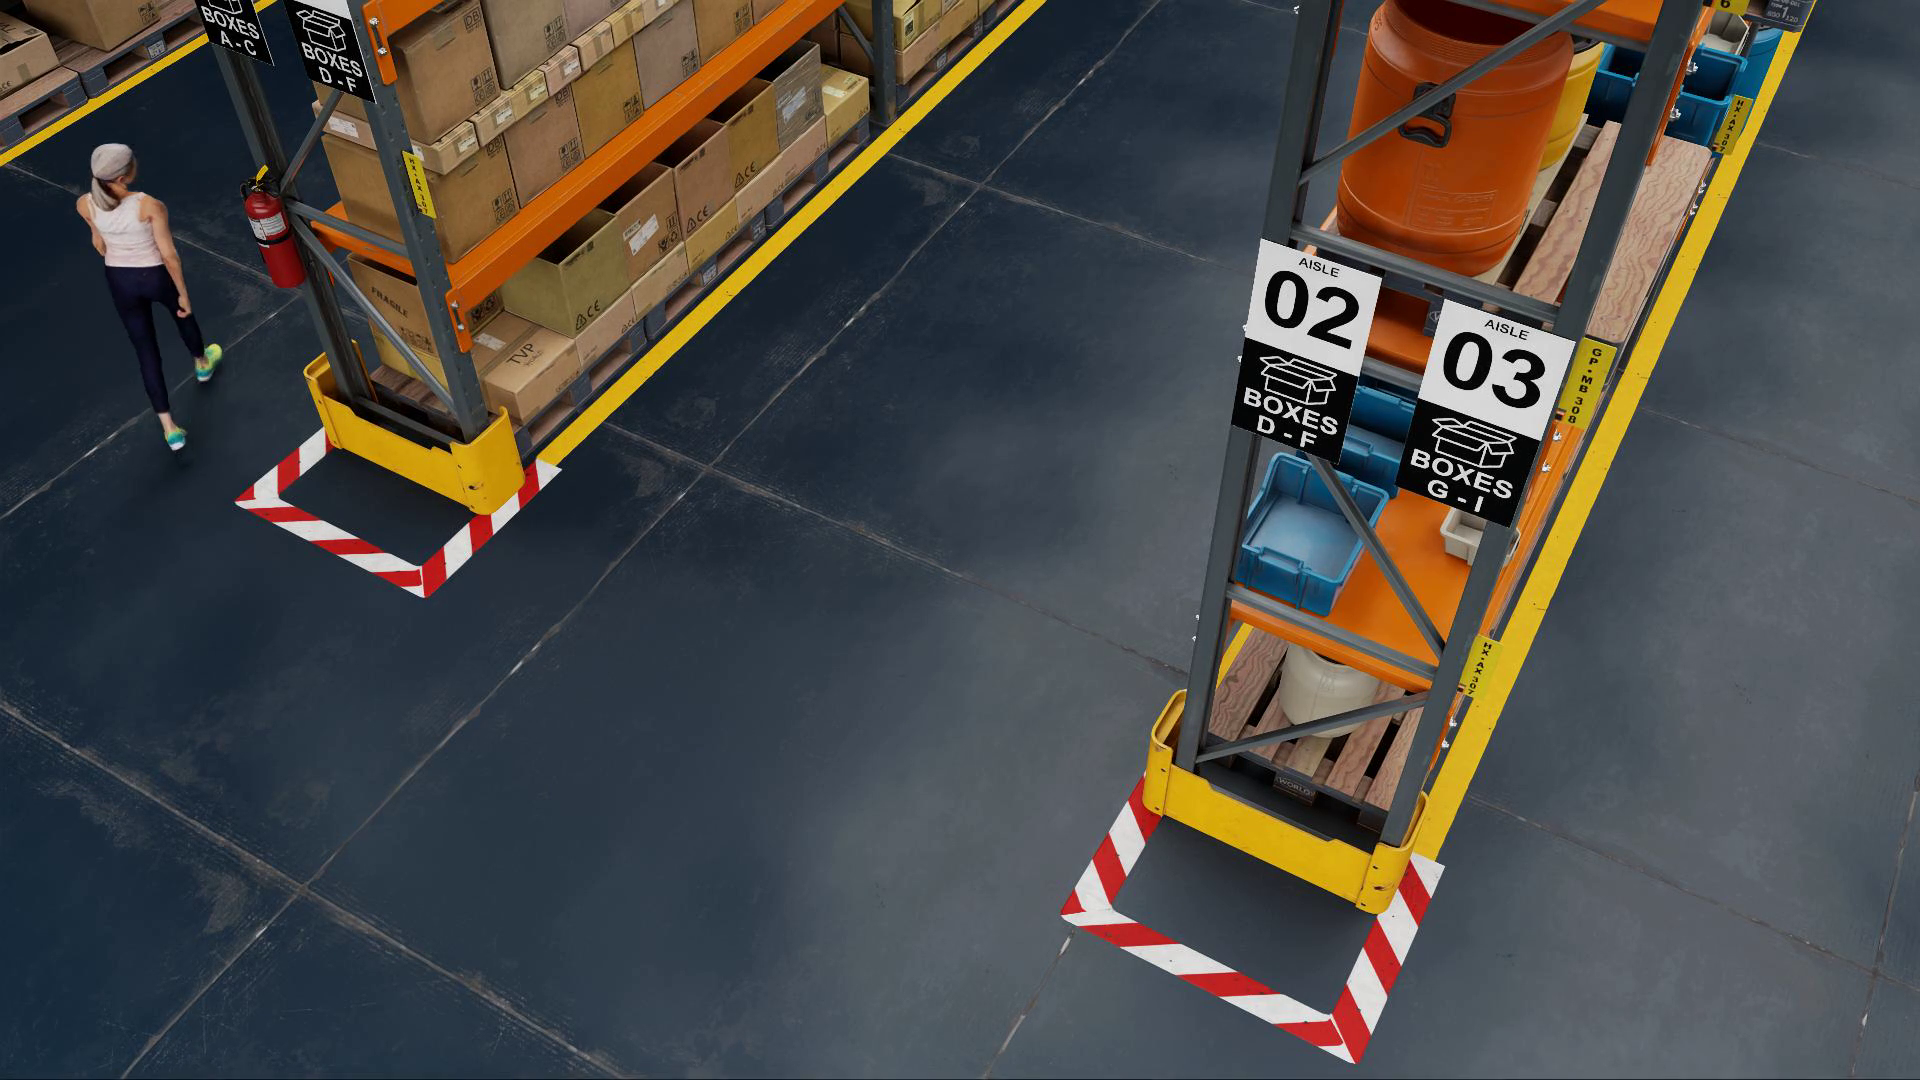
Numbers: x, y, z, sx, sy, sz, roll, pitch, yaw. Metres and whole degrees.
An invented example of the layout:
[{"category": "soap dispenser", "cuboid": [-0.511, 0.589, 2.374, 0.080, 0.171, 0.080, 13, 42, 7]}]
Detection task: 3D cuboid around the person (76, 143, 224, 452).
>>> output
[{"category": "person", "cuboid": [-4.243, -1.233, 8.647, 1.101, 1.656, 1.220, -8, 48, -8]}]
